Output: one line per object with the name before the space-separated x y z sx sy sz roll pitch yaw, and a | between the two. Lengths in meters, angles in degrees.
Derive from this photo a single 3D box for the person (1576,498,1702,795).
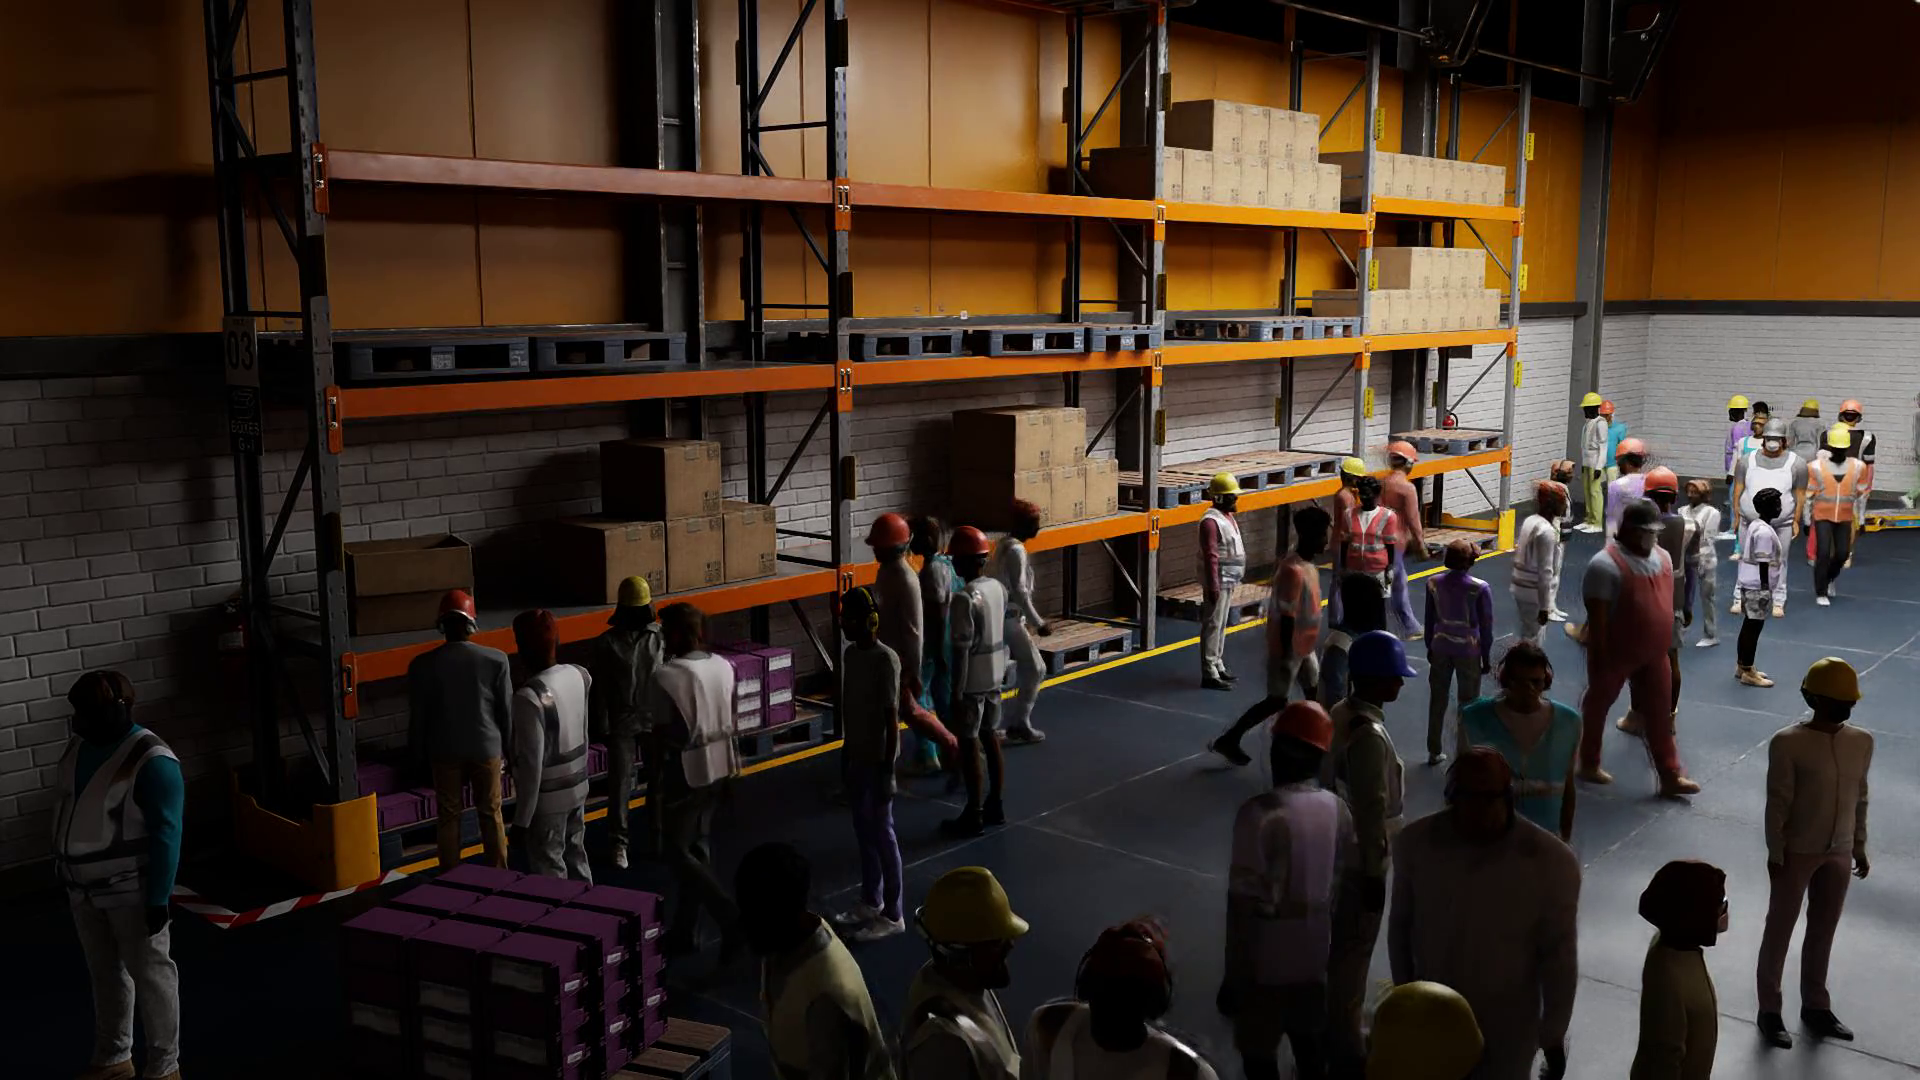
person | 4.526 0.695 11.093 0.702 2.000 0.961 -3 9 -18

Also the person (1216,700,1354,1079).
person | 1.167 1.547 6.115 0.659 1.889 0.376 -7 11 -38

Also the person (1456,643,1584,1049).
person | 2.557 1.335 7.737 0.569 1.813 0.835 1 9 7

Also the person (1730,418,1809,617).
person | 8.273 -0.228 17.047 0.684 2.000 0.538 5 10 31

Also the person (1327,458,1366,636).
person | 3.702 0.092 15.892 0.328 1.760 0.524 0 9 3

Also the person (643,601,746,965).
person | -1.308 1.222 8.394 0.603 1.817 0.616 5 10 31

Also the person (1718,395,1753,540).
person | 10.324 -0.961 22.138 0.364 1.928 0.586 6 11 33

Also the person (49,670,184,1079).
person | -3.507 1.443 6.911 0.626 1.844 0.429 4 10 25

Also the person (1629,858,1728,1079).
person | 2.267 1.799 5.286 0.283 1.633 0.497 4 10 26

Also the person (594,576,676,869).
person | -1.878 1.060 9.734 0.488 1.736 0.335 -4 10 -25

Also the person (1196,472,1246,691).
person | 2.209 0.338 14.060 0.403 1.835 0.588 3 9 21

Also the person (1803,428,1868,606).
person | 9.274 -0.252 17.650 0.631 1.902 0.569 2 9 14

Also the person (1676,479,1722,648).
person | 6.816 0.235 15.491 0.659 1.616 0.522 -5 10 -27

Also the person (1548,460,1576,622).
person | 6.058 0.001 16.867 0.307 1.636 0.525 4 10 25

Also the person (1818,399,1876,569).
person | 10.592 -0.669 19.944 0.612 2.030 0.409 3 9 20

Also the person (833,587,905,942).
person | -0.479 1.161 8.694 0.329 1.861 0.504 -6 11 -34

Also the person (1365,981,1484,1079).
person | 1.173 1.900 3.796 0.579 1.897 0.791 -8 12 -43

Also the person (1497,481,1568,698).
person | 4.572 0.459 13.224 0.435 1.864 0.596 1 9 5

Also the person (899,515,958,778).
person | -0.245 0.730 11.561 0.596 1.823 0.515 1 9 6

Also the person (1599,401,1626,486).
person | 9.228 -1.127 23.813 0.572 1.740 0.352 2 9 13

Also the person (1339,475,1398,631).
person | 3.687 0.253 15.074 0.536 1.693 0.319 5 10 31

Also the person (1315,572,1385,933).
person | 2.046 1.122 8.896 0.601 1.928 0.608 4 10 22

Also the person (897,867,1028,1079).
person | 0.020 1.797 4.654 0.403 1.834 0.588 0 9 1

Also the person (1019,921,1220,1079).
person | 0.436 1.839 4.392 0.586 1.842 0.953 8 12 42

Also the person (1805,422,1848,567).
person | 10.463 -0.541 20.004 0.549 1.756 0.381 -4 9 -22

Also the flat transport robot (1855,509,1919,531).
flat transport robot | 12.961 -0.286 23.109 1.431 0.197 0.652 -2 9 -14

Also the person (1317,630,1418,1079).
person | 1.742 1.344 7.206 0.404 1.945 0.615 0 9 1

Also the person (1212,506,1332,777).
person | 2.204 0.702 11.459 0.884 1.924 0.638 4 10 24

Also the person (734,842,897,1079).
person | -0.378 1.758 4.942 1.087 1.833 0.596 -4 10 -25

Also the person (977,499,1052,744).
person | 0.382 0.620 12.206 0.651 1.847 0.586 -1 9 -8

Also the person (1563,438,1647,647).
person | 6.085 0.054 15.377 0.647 1.989 0.993 -4 10 -23

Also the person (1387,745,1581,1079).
person | 1.741 1.626 5.643 0.645 1.861 0.968 4 10 22

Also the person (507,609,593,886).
person | -1.972 1.254 7.994 0.354 1.884 0.573 3 9 17

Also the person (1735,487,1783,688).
person | 6.811 0.392 14.154 0.316 1.695 0.541 3 9 17

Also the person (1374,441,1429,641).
person | 4.083 0.042 15.687 0.951 1.934 0.599 -2 9 -11

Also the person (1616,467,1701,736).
person | 5.235 0.467 12.556 0.605 2.045 0.377 0 9 2

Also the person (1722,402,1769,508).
person | 11.915 -1.240 24.817 0.841 1.638 0.527 -2 9 -11

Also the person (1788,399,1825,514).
person | 12.451 -1.221 24.464 0.522 1.719 0.534 9 12 44

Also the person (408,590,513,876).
person | -2.732 1.140 9.177 0.560 1.742 0.339 -2 9 -15

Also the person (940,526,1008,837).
person | 0.071 0.869 10.346 0.388 1.929 0.548 5 10 29

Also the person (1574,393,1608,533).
person | 8.636 -1.056 22.761 0.386 1.922 0.594 0 9 1

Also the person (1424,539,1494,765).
person | 3.496 0.803 11.692 0.511 1.640 0.308 8 12 44

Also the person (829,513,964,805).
person | -0.347 0.768 10.923 0.964 1.955 0.620 -2 9 -11

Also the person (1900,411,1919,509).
person | 14.169 -1.282 24.451 0.517 1.853 0.530 0 9 0

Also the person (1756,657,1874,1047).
person | 3.859 1.391 7.490 0.525 1.769 0.308 -2 9 -13

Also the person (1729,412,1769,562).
person | 9.695 -0.632 20.280 0.506 1.847 0.345 7 11 40
